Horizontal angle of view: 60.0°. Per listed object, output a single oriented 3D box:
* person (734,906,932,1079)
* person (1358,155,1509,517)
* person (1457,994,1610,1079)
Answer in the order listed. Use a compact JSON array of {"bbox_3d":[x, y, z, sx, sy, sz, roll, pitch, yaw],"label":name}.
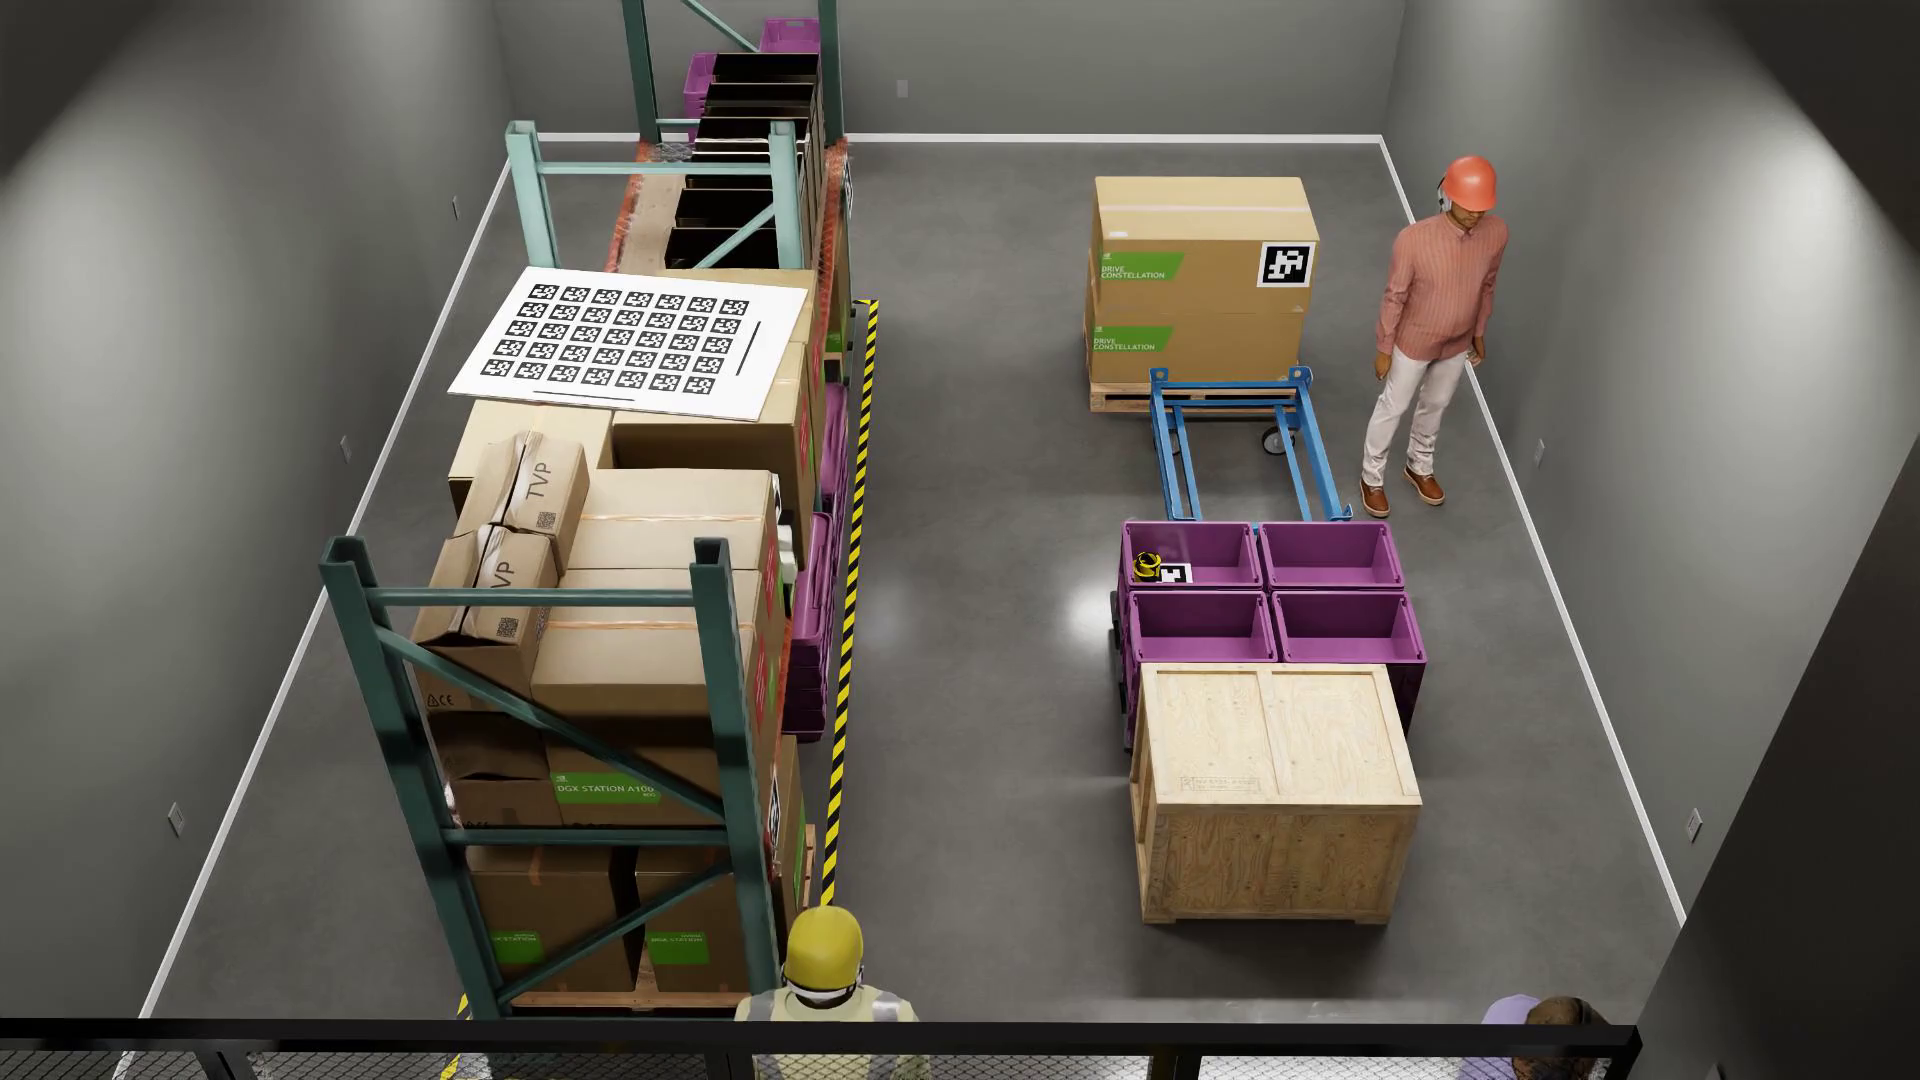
[{"bbox_3d":[-0.378,1.747,5.199,0.586,1.835,0.404,1,41,1],"label":"person"},{"bbox_3d":[2.335,-0.992,8.202,0.622,1.993,0.382,-12,43,-13],"label":"person"},{"bbox_3d":[1.536,1.932,4.917,0.374,1.932,0.628,12,43,13],"label":"person"}]
